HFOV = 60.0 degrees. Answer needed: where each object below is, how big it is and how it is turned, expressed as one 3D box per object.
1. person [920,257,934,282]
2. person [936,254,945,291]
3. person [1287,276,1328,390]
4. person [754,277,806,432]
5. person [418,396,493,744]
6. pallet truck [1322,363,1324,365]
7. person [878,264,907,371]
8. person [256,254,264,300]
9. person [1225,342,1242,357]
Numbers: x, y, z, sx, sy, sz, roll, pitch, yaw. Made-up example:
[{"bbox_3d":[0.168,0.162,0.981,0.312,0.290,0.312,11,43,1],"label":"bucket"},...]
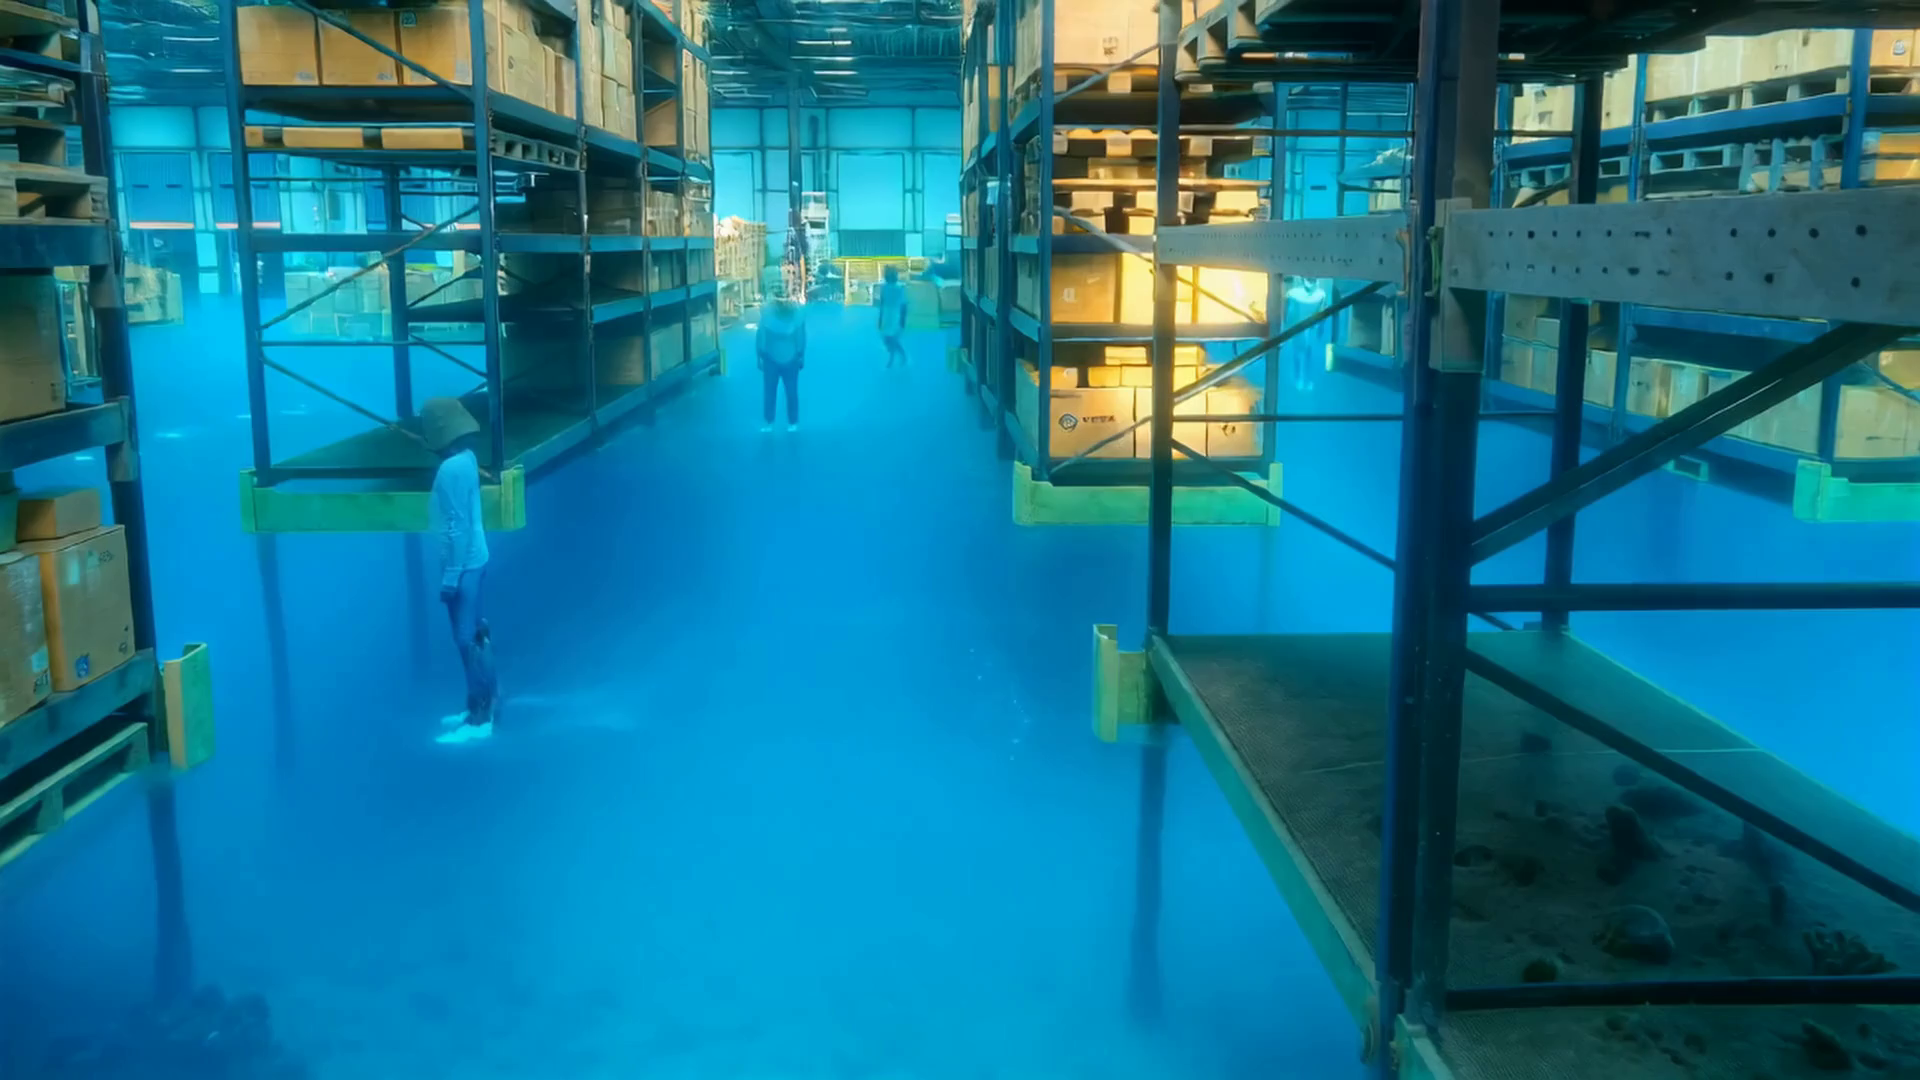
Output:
[{"bbox_3d":[-1.074,-8.354,54.586,0.514,1.836,0.351,7,12,32],"label":"person"},{"bbox_3d":[-0.552,-8.973,57.797,0.768,1.917,0.633,5,11,25],"label":"person"},{"bbox_3d":[5.503,-3.325,26.327,0.638,1.924,0.437,2,10,11],"label":"person"},{"bbox_3d":[-2.233,-2.283,20.539,0.650,1.913,0.409,2,10,8],"label":"person"},{"bbox_3d":[-2.360,0.139,7.819,0.279,1.633,0.498,-2,10,-9],"label":"person"},{"bbox_3d":[7.712,-4.157,30.737,1.885,1.965,0.823,3,11,16],"label":"pallet truck"},{"bbox_3d":[-1.206,-4.089,30.490,0.617,1.943,0.669,9,14,41],"label":"person"},{"bbox_3d":[-28.204,-10.588,66.744,0.543,1.934,0.362,-8,13,-39],"label":"person"},{"bbox_3d":[5.680,-4.544,33.765,0.375,1.680,0.545,1,10,6],"label":"person"}]
